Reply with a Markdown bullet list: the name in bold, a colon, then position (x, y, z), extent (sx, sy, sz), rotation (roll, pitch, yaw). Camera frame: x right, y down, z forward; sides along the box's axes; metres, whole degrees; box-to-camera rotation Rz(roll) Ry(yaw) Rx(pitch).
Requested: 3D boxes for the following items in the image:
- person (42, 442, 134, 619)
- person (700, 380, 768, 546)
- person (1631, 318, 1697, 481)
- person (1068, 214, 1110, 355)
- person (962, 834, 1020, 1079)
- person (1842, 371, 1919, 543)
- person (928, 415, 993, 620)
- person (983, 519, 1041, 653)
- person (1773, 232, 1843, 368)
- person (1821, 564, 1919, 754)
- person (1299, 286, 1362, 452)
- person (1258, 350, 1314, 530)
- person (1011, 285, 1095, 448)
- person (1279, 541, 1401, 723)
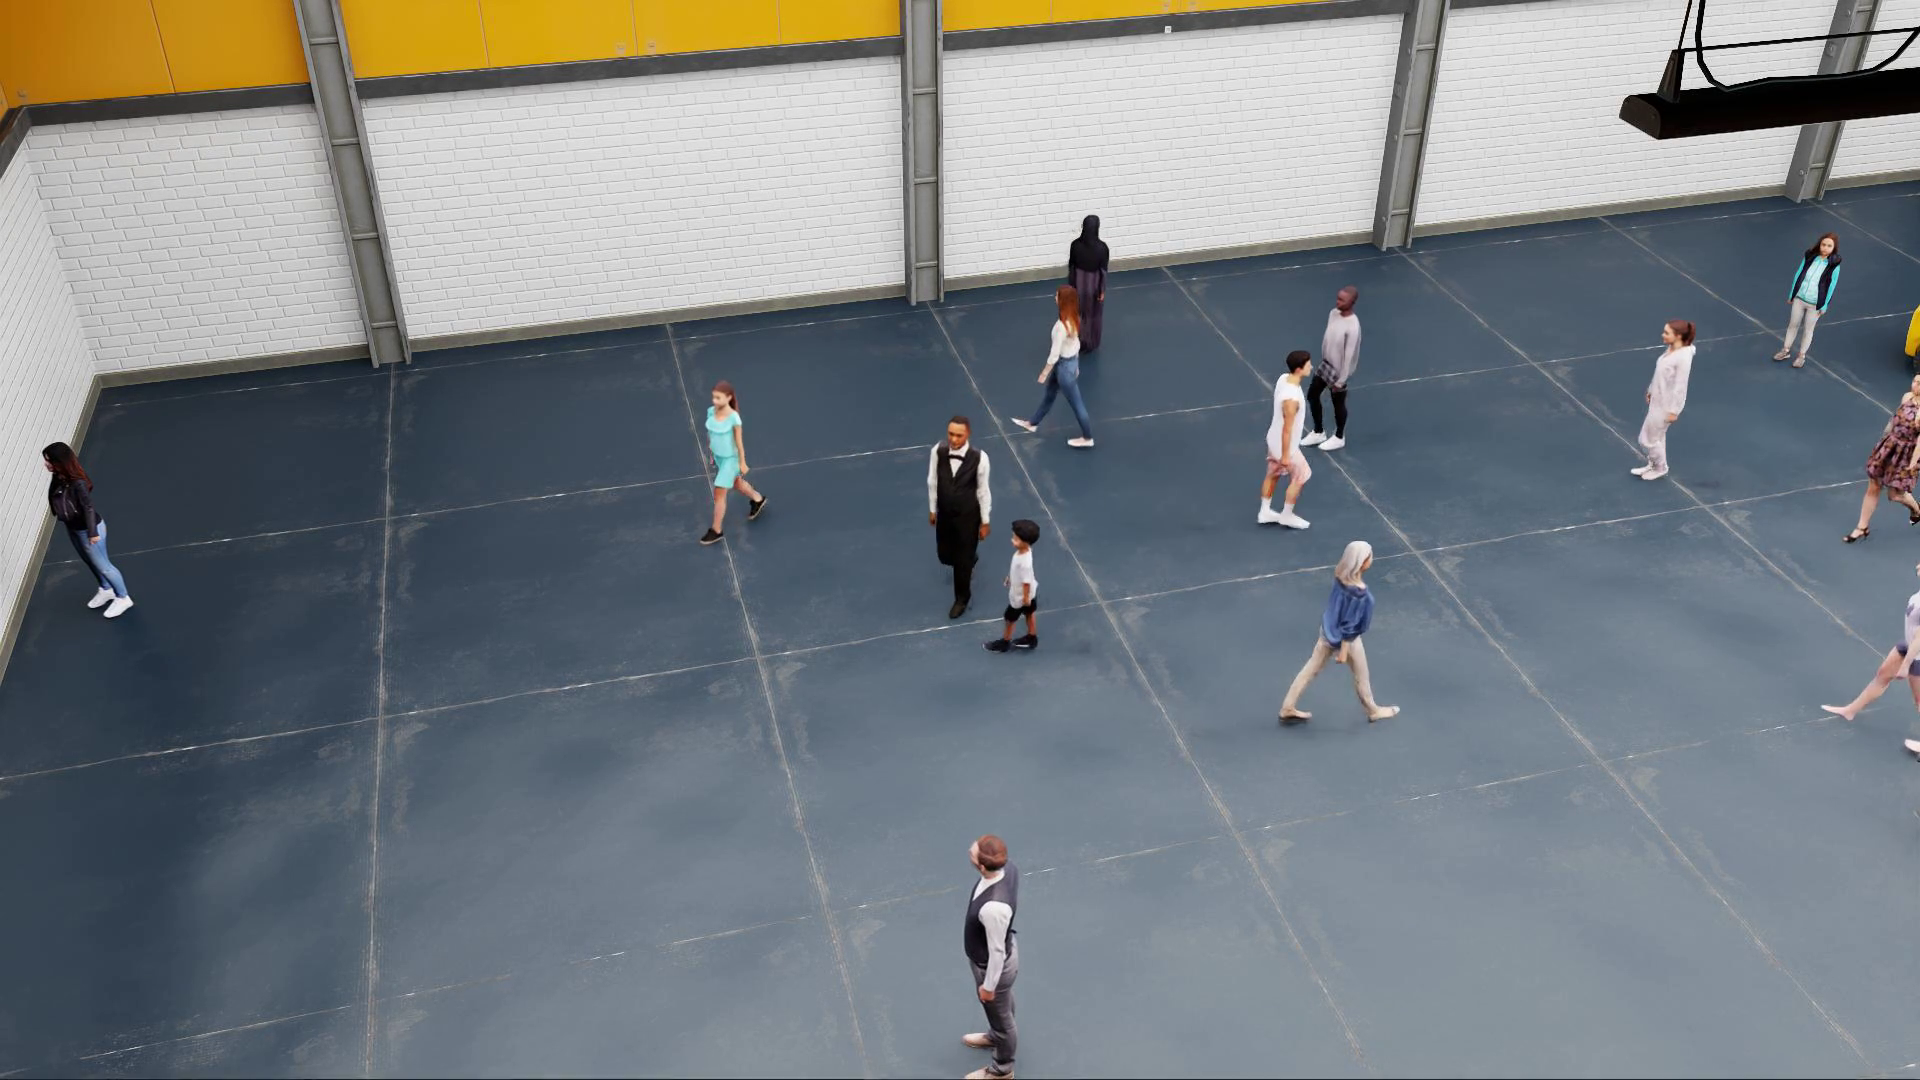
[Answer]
- **person**: position (-7.323, -0.111, 13.906), extent (0.711, 1.630, 0.733), rotation (26, 42, 33)
- **person**: position (-2.040, -0.755, 14.969), extent (0.924, 1.527, 1.124), rotation (27, 42, 34)
- **person**: position (6.729, -1.295, 15.646), extent (0.719, 1.677, 0.727), rotation (3, 34, 4)
- **person**: position (1.332, -2.699, 17.826), extent (0.987, 1.600, 0.940), rotation (9, 35, 13)
- **person**: position (0.210, 2.447, 9.781), extent (0.676, 1.938, 0.718), rotation (1, 34, 2)
- **person**: position (8.346, -0.715, 14.697), extent (0.955, 1.761, 0.720), rotation (-4, 34, -6)
- **person**: position (0.032, -0.269, 13.900), extent (1.006, 1.901, 1.049), rotation (12, 35, 17)
- **person**: position (0.568, 0.372, 13.526), extent (0.737, 1.247, 0.610), rotation (2, 34, 3)
- **person**: position (9.069, -2.576, 17.732), extent (0.709, 1.500, 0.676), rotation (-26, 41, -33)
- **person**: position (7.207, 0.874, 12.356), extent (1.095, 1.706, 1.071), rotation (21, 39, 28)
- **person**: position (3.737, -1.667, 16.131), extent (0.710, 1.758, 0.687), rotation (-13, 36, -18)
- **person**: position (2.839, -0.894, 14.953), extent (0.783, 1.776, 0.751), rotation (0, 34, 0)
- **person**: position (1.117, -1.637, 16.152), extent (1.163, 1.685, 0.924), rotation (7, 34, 11)
- **person**: position (2.799, 0.755, 12.593), extent (1.173, 1.642, 0.703), rotation (-5, 34, -7)
